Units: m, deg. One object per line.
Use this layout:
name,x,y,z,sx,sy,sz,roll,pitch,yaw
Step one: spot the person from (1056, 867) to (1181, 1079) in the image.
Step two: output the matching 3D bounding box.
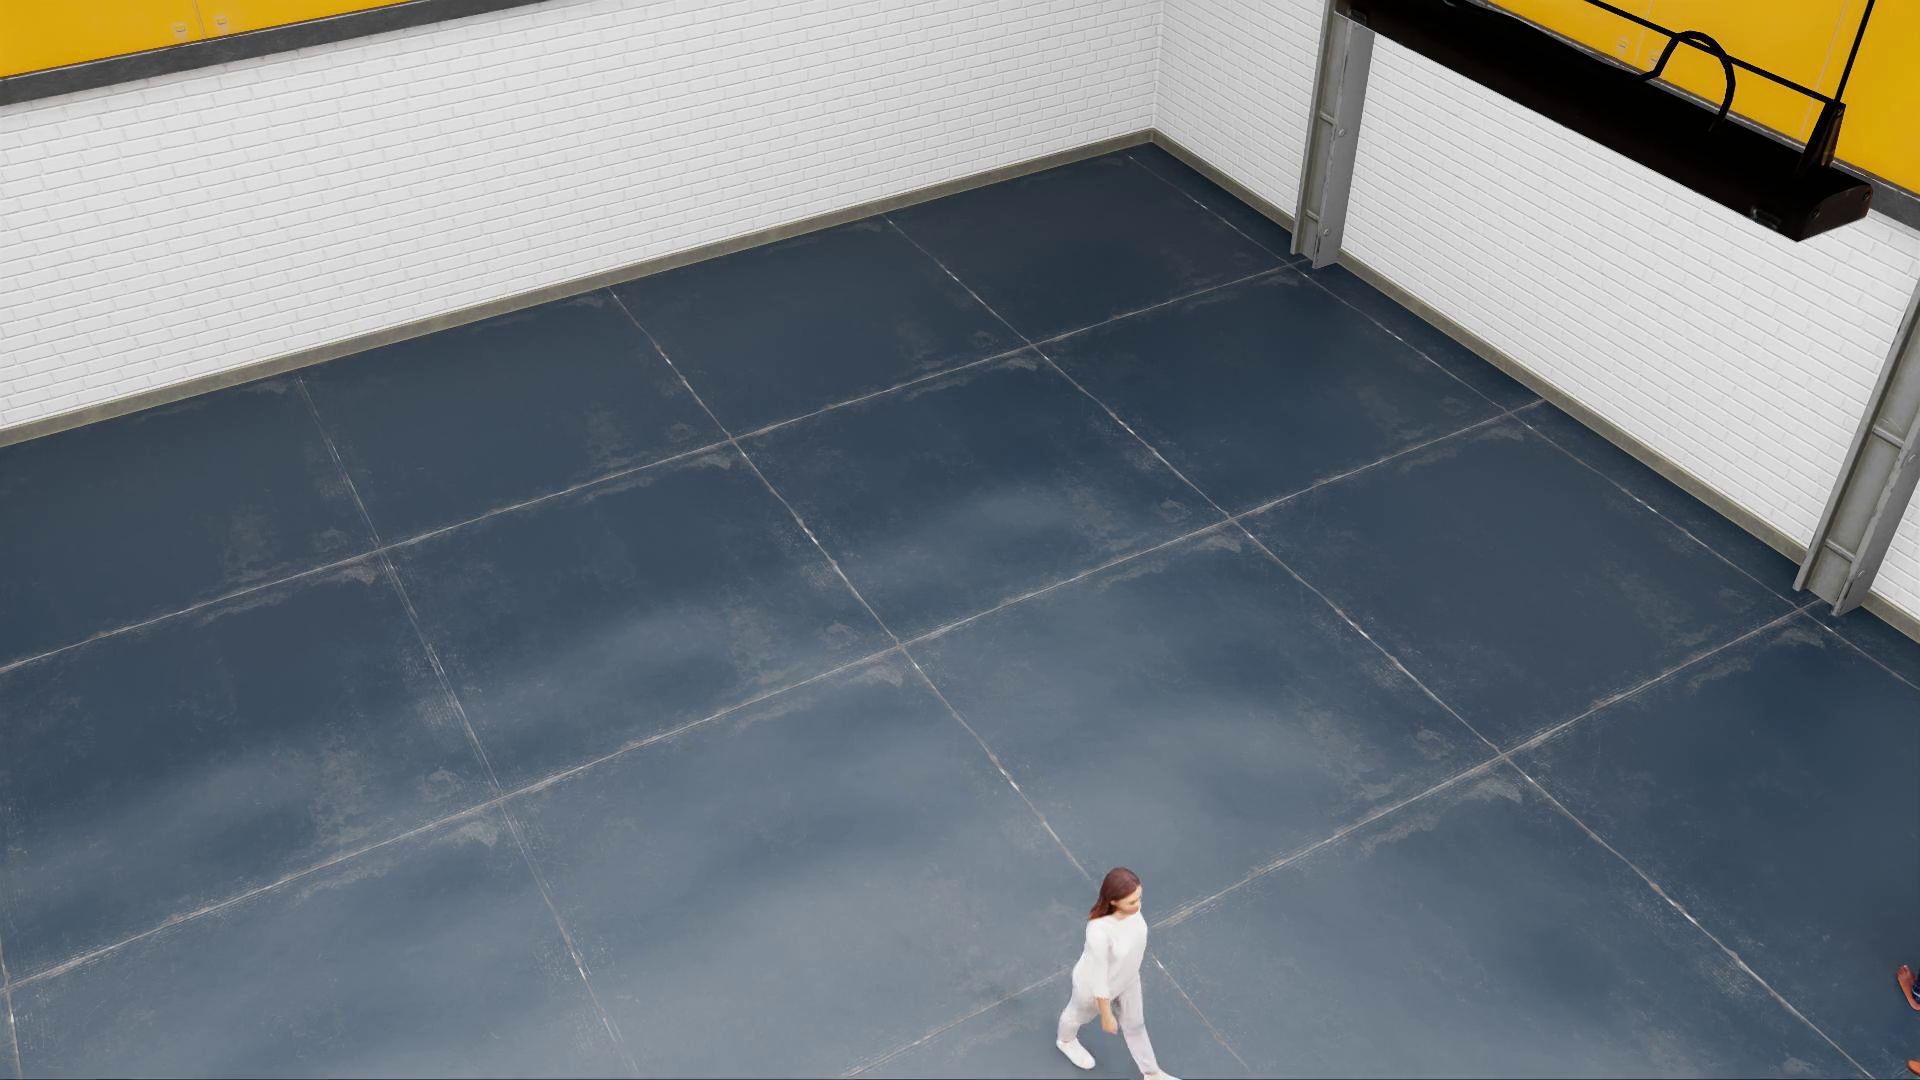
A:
person,0.712,2.285,8.851,1.108,1.653,0.866,27,46,30
